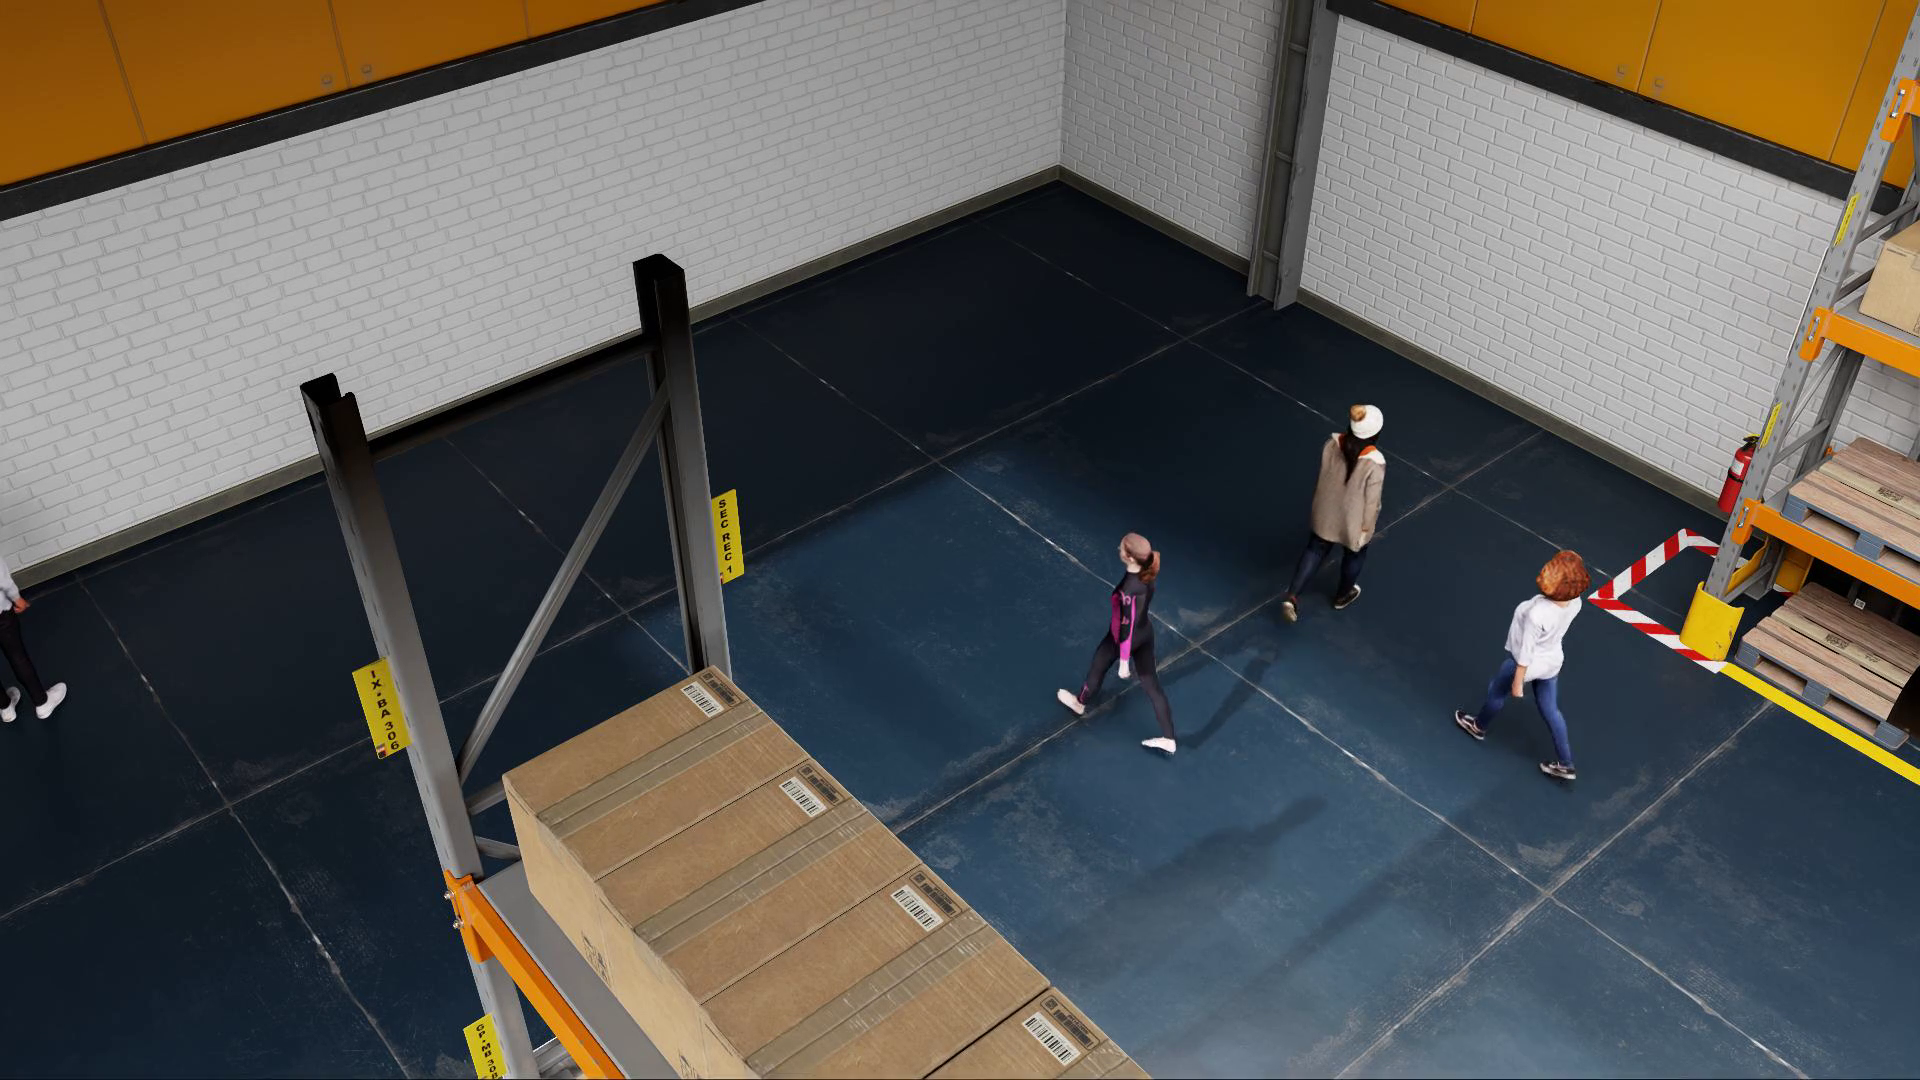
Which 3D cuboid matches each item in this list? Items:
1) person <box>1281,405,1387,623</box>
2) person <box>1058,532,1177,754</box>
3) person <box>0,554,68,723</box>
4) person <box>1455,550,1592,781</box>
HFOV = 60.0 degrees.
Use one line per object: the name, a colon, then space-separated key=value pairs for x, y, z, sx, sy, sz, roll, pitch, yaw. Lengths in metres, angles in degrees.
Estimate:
person: x=2.662 y=-0.168 z=11.803 sx=1.035 sy=1.860 sz=0.856 roll=29 pitch=47 yaw=31
person: x=1.178 y=0.709 z=10.836 sx=1.214 sy=1.695 sz=0.739 roll=26 pitch=46 yaw=29
person: x=-6.513 y=0.423 z=11.008 sx=0.769 sy=1.929 sz=0.771 roll=-5 pitch=39 yaw=-6
person: x=3.782 y=0.840 z=10.685 sx=0.784 sy=1.680 sz=1.182 roll=-20 pitch=43 yaw=-23
